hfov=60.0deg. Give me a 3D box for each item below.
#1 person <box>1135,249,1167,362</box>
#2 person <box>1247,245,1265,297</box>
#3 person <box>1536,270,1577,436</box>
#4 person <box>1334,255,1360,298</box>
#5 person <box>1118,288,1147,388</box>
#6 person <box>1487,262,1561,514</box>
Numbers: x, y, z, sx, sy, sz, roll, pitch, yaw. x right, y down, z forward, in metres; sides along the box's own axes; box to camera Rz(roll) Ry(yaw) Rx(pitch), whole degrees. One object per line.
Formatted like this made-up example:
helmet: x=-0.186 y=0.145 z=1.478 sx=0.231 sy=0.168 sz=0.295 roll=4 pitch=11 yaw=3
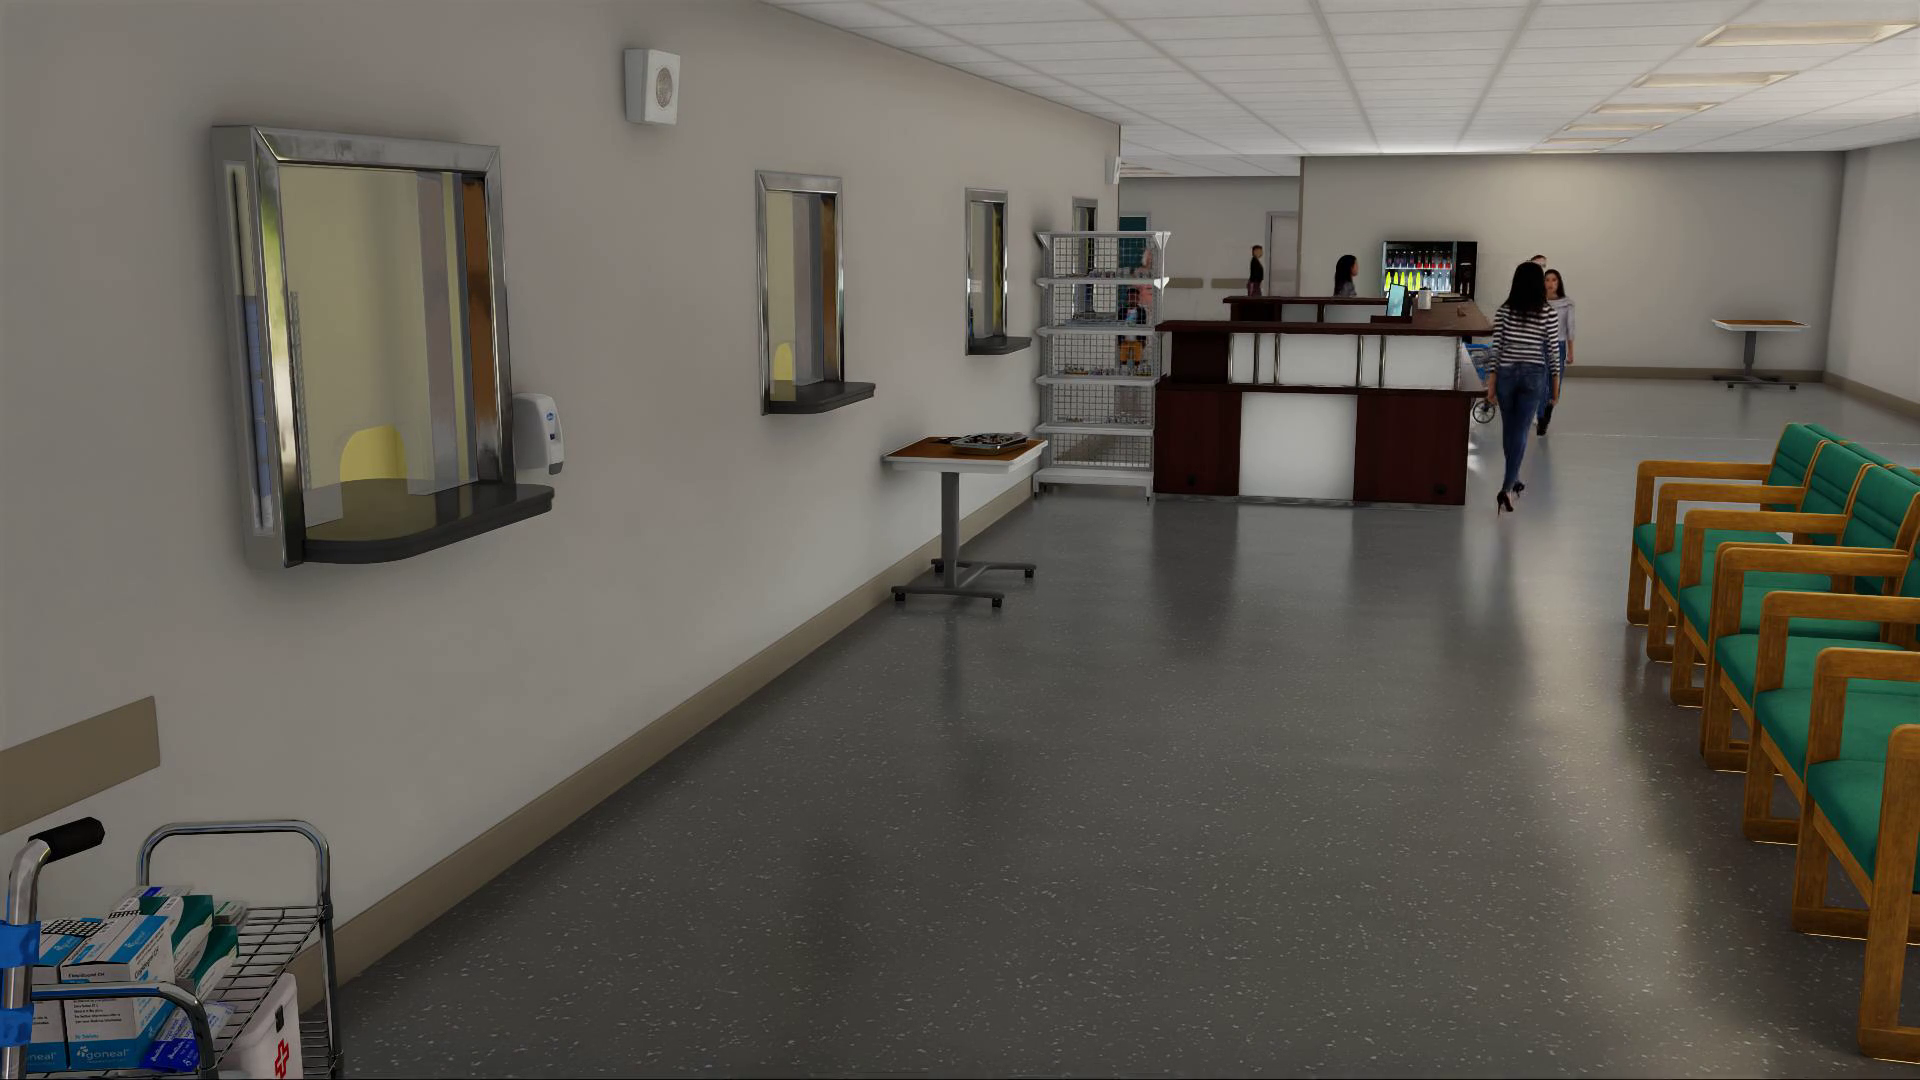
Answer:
person: x=2.771 y=-3.492 z=24.869 sx=1.039 sy=1.694 sz=1.072 roll=-5 pitch=12 yaw=-27
person: x=5.500 y=-4.766 z=31.684 sx=0.679 sy=1.655 sz=0.666 roll=1 pitch=11 yaw=3
person: x=5.812 y=-1.841 z=16.401 sx=0.932 sy=1.608 sz=0.666 roll=3 pitch=11 yaw=16
person: x=4.143 y=-2.250 z=18.351 sx=1.217 sy=1.684 sz=0.892 roll=0 pitch=11 yaw=-3
person: x=2.189 y=-2.577 z=21.201 sx=0.514 sy=1.264 sz=0.615 roll=1 pitch=11 yaw=4
person: x=3.930 y=-1.028 z=11.718 sx=1.125 sy=1.739 sz=0.874 roll=6 pitch=12 yaw=29
